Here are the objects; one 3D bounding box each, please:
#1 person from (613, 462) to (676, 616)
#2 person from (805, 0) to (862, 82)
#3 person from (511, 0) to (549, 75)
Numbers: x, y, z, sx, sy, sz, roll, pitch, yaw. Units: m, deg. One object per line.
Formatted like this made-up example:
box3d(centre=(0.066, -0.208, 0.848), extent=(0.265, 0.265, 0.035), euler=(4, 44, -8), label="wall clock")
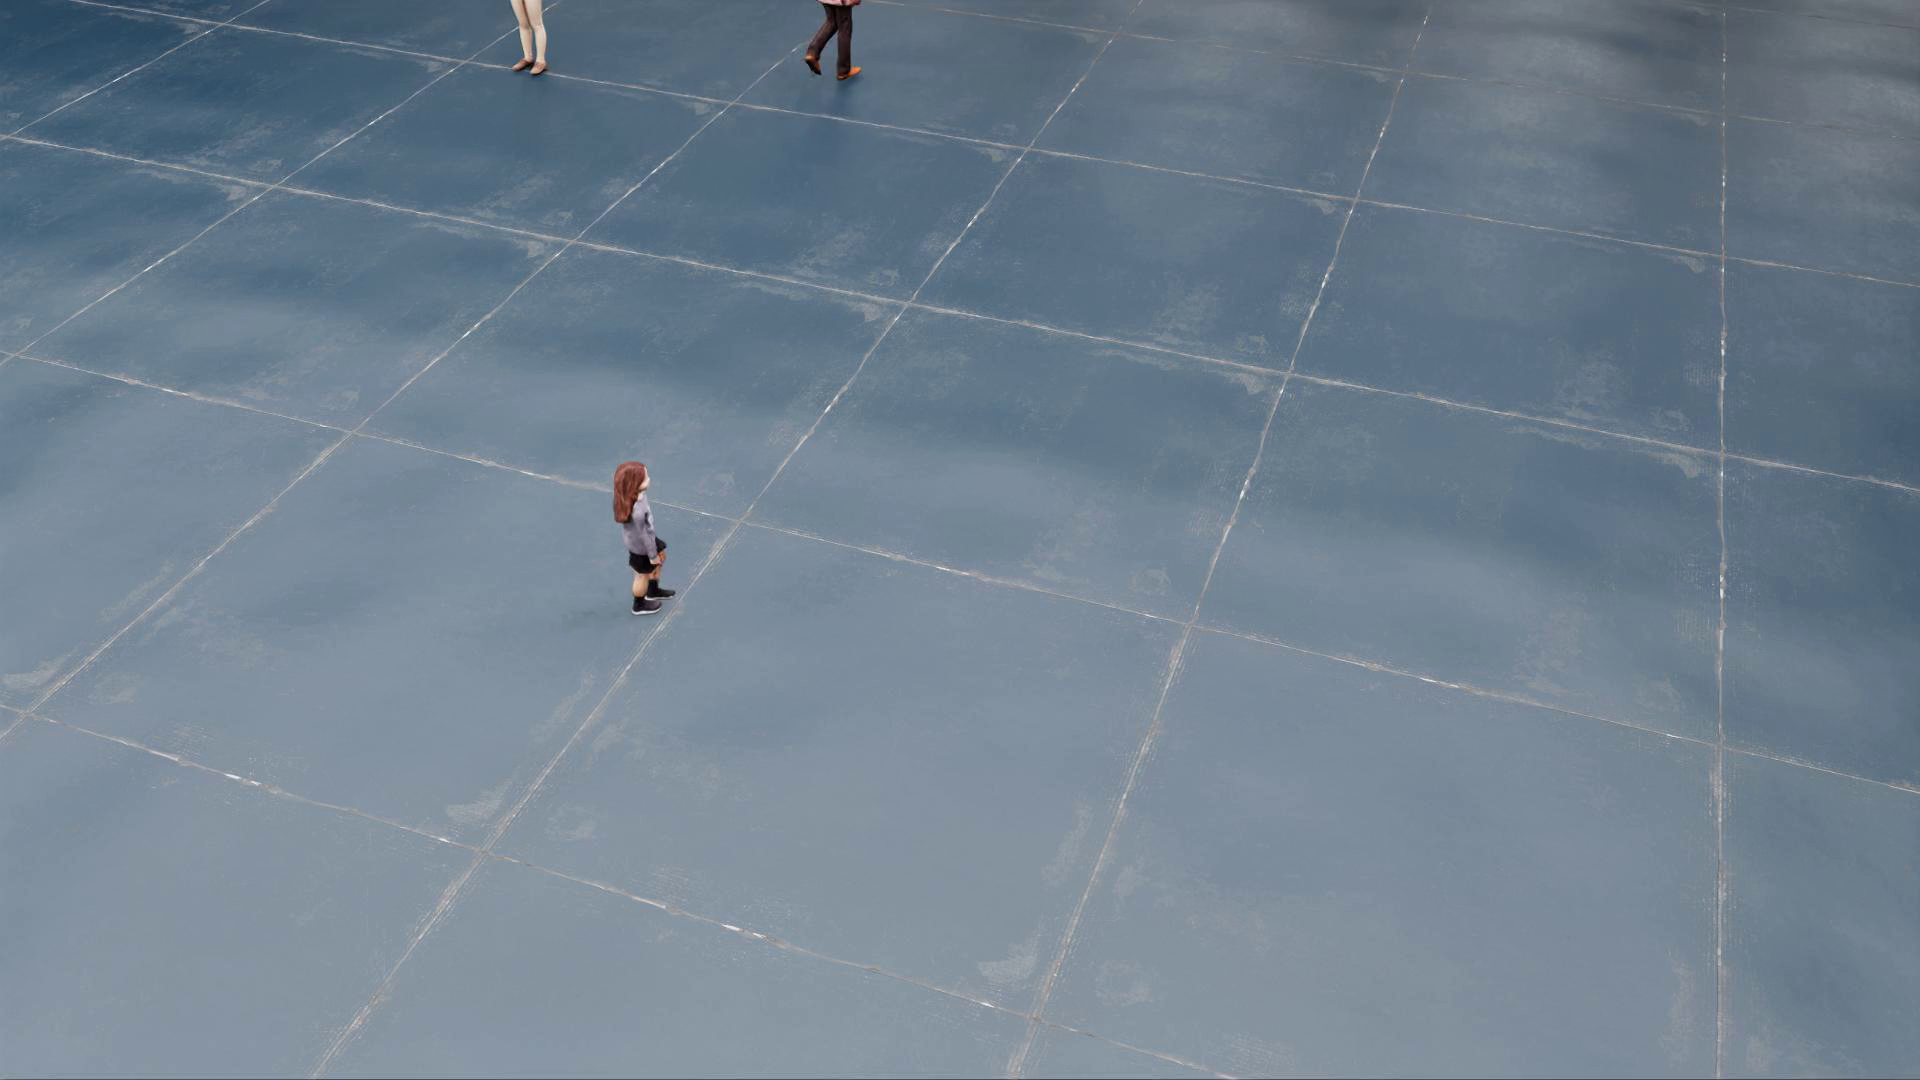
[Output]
box3d(centre=(-1.930, -0.004, 9.775), extent=(0.642, 1.095, 0.571), euler=(-10, 39, -12), label="person")
box3d(centre=(-1.247, -5.251, 15.917), extent=(0.866, 1.790, 0.965), euler=(30, 47, 32), label="person")
box3d(centre=(-4.250, -5.422, 16.248), extent=(0.623, 1.653, 0.567), euler=(13, 40, 16), label="person")
